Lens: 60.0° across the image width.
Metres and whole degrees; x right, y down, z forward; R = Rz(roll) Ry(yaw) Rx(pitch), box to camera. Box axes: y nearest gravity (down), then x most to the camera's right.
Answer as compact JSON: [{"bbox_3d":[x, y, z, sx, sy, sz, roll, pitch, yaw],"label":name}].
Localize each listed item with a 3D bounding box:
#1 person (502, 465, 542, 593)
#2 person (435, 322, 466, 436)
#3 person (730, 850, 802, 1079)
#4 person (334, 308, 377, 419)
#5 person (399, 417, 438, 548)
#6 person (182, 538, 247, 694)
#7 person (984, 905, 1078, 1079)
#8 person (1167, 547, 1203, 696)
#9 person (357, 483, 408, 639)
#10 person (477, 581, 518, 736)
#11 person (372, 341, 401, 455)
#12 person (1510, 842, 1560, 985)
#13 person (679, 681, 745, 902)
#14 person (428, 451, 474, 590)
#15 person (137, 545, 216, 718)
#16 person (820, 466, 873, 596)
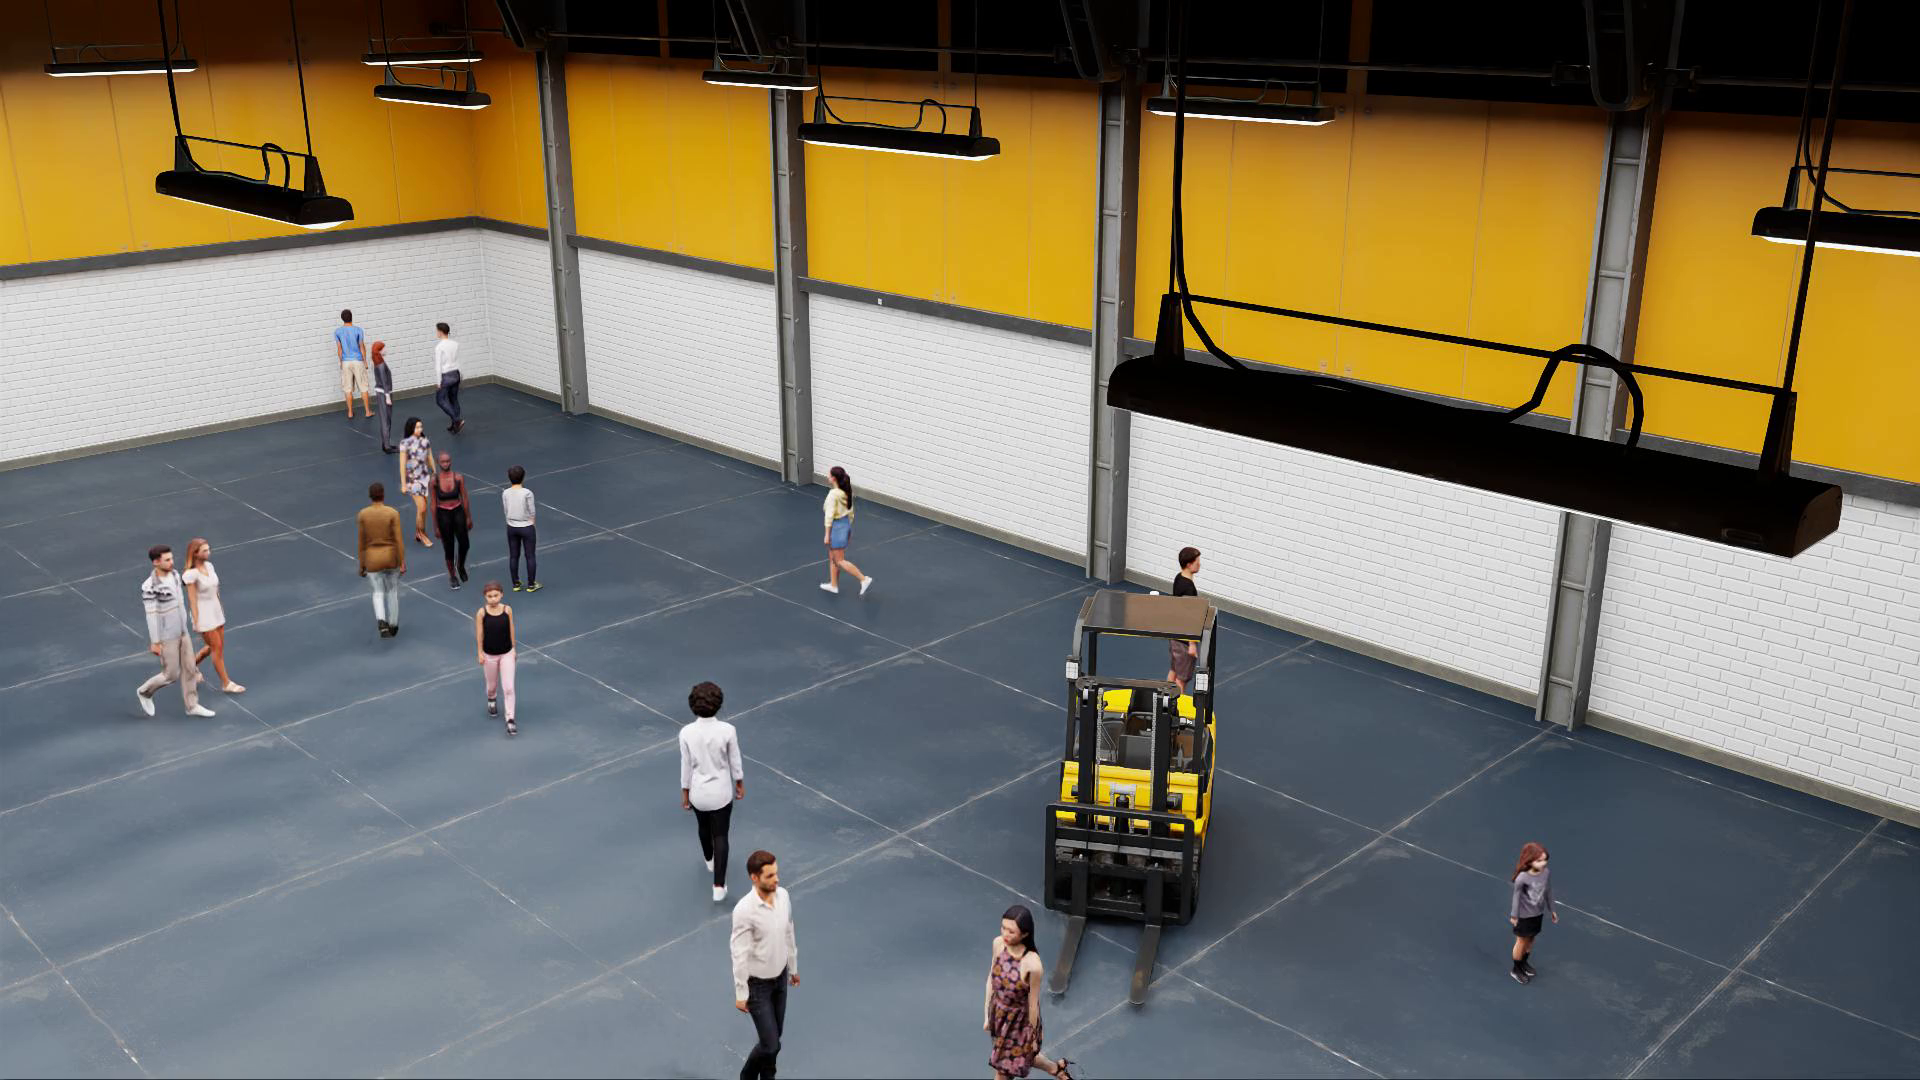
[{"bbox_3d":[-5.346,-0.137,20.213,0.615,1.544,0.697,3,19,9],"label":"person"},{"bbox_3d":[-8.275,-2.613,27.078,0.913,1.855,0.733,13,22,33],"label":"person"},{"bbox_3d":[-1.335,2.851,10.839,0.702,1.864,0.741,12,22,31],"label":"person"},{"bbox_3d":[-10.303,-3.005,28.231,0.742,1.862,0.767,-3,19,-9],"label":"person"},{"bbox_3d":[-7.165,-0.776,21.838,0.712,1.716,0.646,15,23,37],"label":"person"},{"bbox_3d":[-7.883,0.787,17.264,1.055,1.674,0.904,4,19,12],"label":"person"},{"bbox_3d":[0.405,3.039,10.457,0.696,1.751,1.015,-15,24,-38],"label":"person"},{"bbox_3d":[2.217,0.942,16.511,0.822,1.861,0.736,-2,19,-6],"label":"person"},{"bbox_3d":[-6.469,0.278,18.576,0.898,1.802,1.005,-3,19,-9],"label":"person"},{"bbox_3d":[-4.593,1.119,16.485,0.784,1.542,1.052,-7,20,-19],"label":"person"},{"bbox_3d":[-9.041,-2.253,26.126,0.704,1.779,0.537,-9,21,-25],"label":"person"},{"bbox_3d":[4.230,2.726,12.403,0.538,1.101,0.574,-9,21,-26],"label":"person"},{"bbox_3d":[-1.998,2.046,13.374,1.097,1.770,1.221,-2,19,-5],"label":"person"},{"bbox_3d":[-6.226,-0.270,20.297,0.735,1.742,0.755,-8,20,-23],"label":"person"},{"bbox_3d":[-7.953,0.923,16.605,1.092,1.836,0.986,3,19,9],"label":"person"},{"bbox_3d":[-1.384,-0.076,19.919,1.081,1.615,0.843,9,21,25],"label":"person"}]
